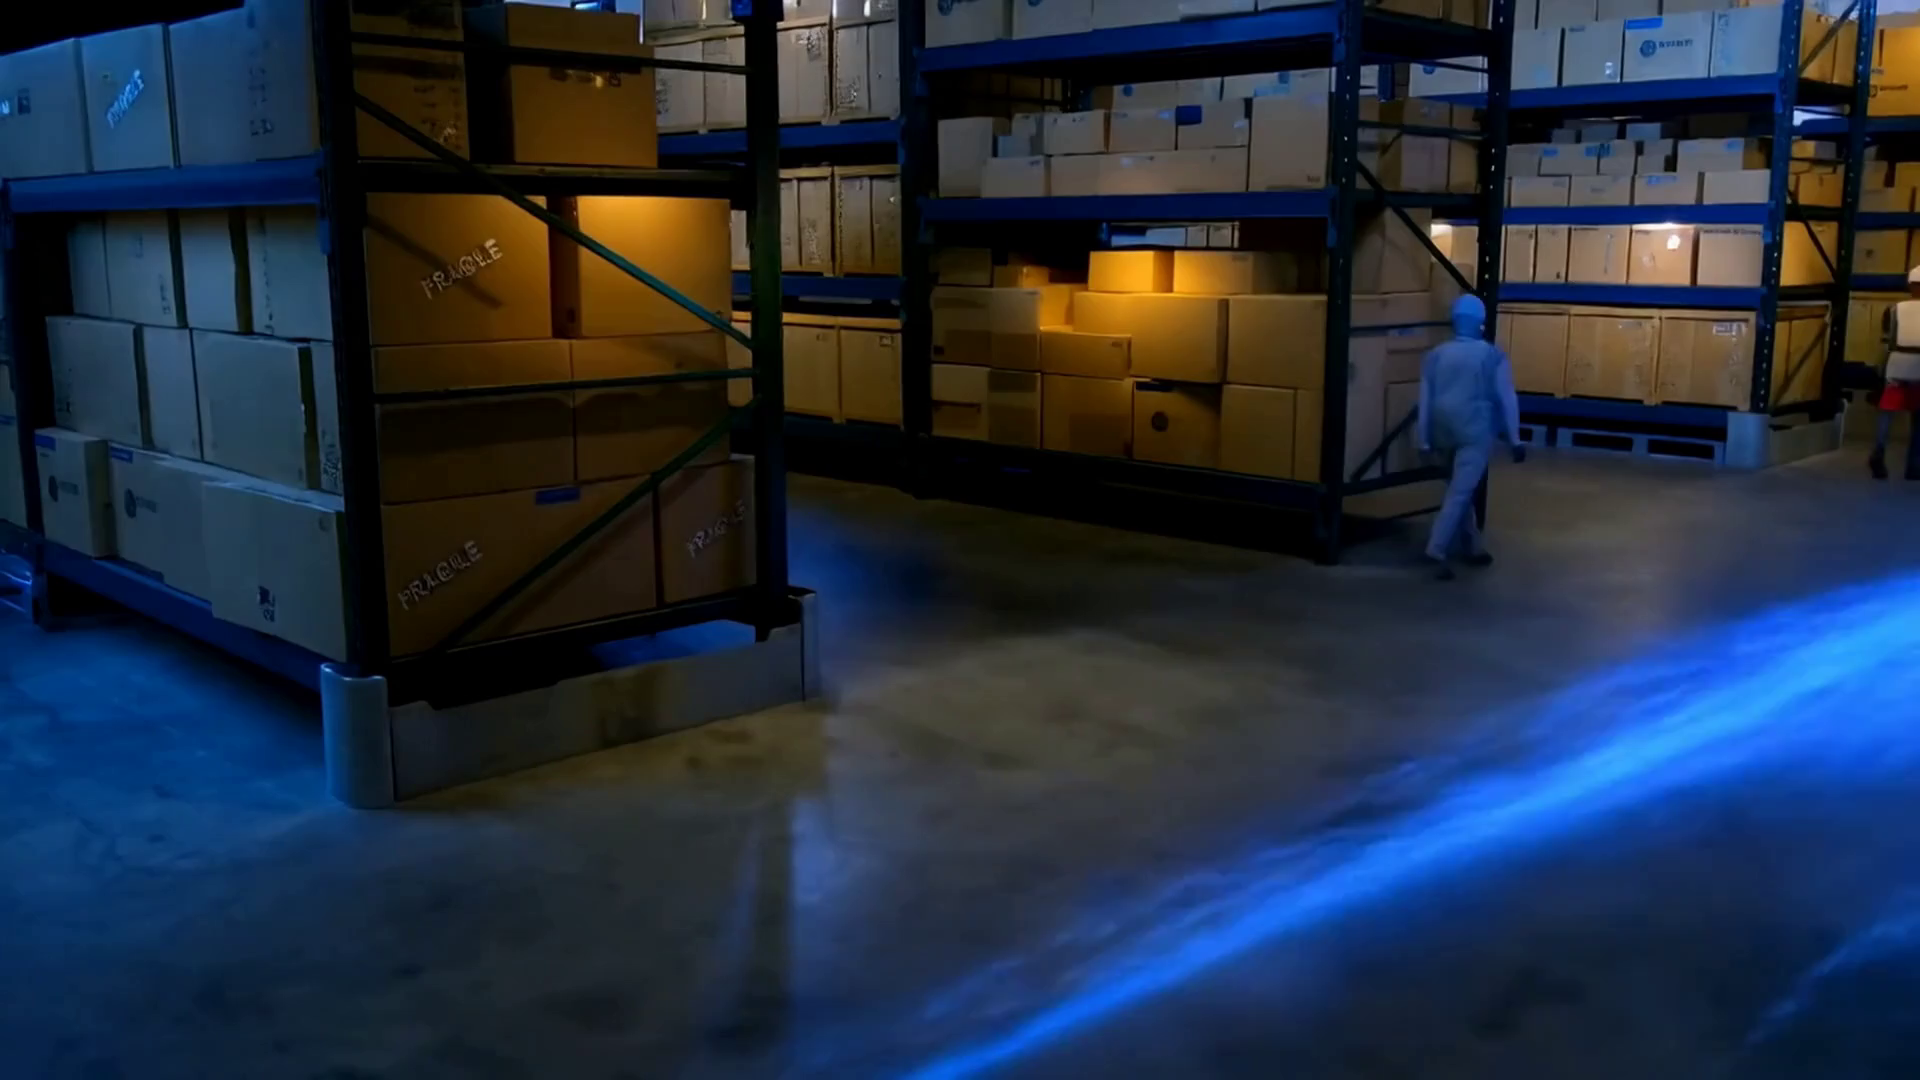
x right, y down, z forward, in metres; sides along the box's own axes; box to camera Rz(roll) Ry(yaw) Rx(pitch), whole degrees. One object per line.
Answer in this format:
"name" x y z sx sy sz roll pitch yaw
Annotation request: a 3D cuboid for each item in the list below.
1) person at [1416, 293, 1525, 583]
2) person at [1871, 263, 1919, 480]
"person" 3.123 -0.639 10.370 0.972 1.782 0.602 -9 14 -41
"person" 8.185 -1.445 14.375 0.817 1.917 0.545 -9 14 -42
